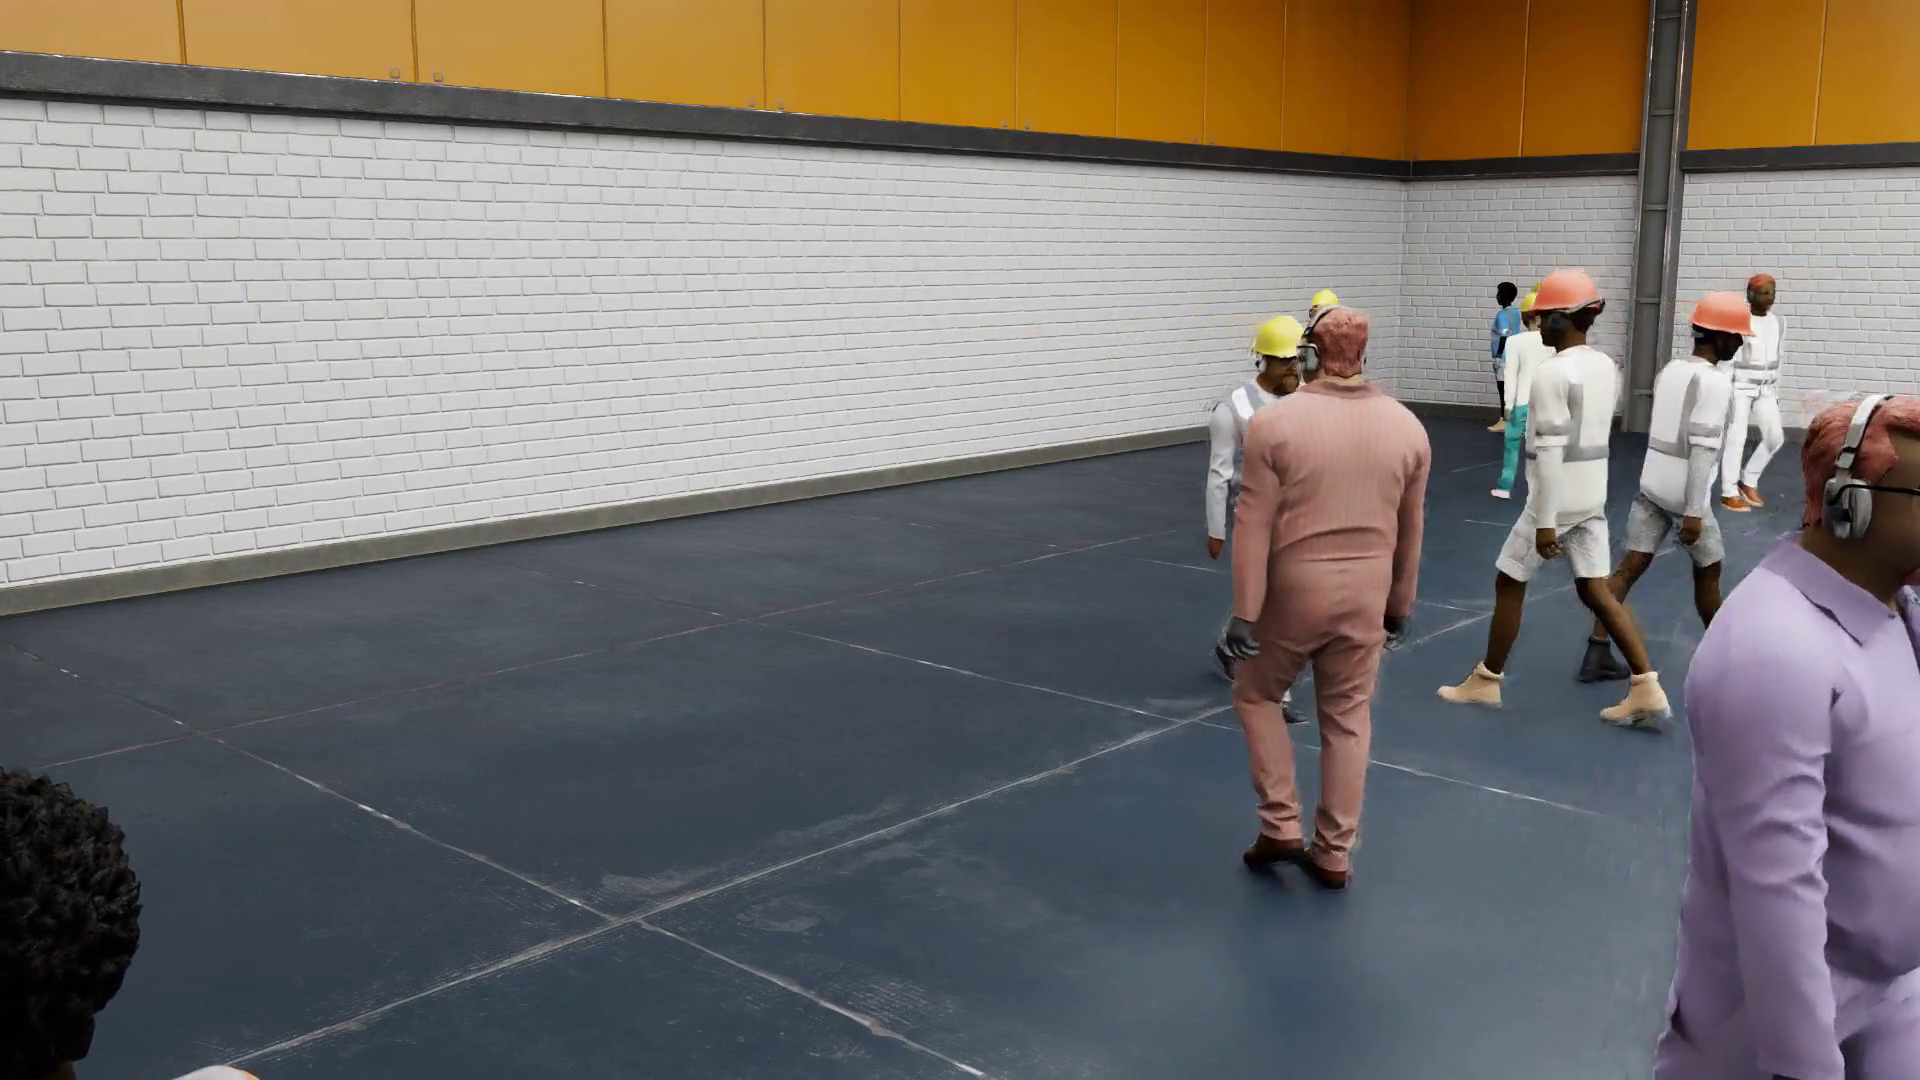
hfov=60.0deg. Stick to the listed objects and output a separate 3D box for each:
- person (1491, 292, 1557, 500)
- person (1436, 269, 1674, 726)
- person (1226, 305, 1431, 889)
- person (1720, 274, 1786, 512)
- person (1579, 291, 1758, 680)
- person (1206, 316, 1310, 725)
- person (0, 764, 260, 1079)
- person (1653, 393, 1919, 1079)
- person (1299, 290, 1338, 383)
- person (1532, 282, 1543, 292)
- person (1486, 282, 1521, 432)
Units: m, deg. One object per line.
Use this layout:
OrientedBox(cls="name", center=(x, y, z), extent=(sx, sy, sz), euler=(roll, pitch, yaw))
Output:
OrientedBox(cls="person", center=(4.618, -1.124, 13.392), extent=(0.534, 1.727, 0.916), euler=(-1, 10, -8))
OrientedBox(cls="person", center=(2.671, -0.170, 7.257), extent=(0.613, 2.004, 1.029), euler=(-8, 13, -39))
OrientedBox(cls="person", center=(1.164, 0.187, 5.431), extent=(0.685, 1.890, 0.480), euler=(-2, 10, -12))
OrientedBox(cls="person", center=(6.227, -1.143, 13.088), extent=(0.594, 1.870, 0.429), euler=(-2, 10, -13))
OrientedBox(cls="person", center=(3.439, -0.236, 7.918), extent=(1.010, 1.870, 0.671), euler=(-1, 10, -8))
OrientedBox(cls="person", center=(1.371, -0.125, 7.571), extent=(0.579, 1.796, 0.891), euler=(-6, 11, -29))
OrientedBox(cls="person", center=(-0.711, 1.007, 1.348), extent=(0.319, 1.690, 0.531), euler=(3, 10, 18))
OrientedBox(cls="person", center=(1.410, 0.690, 2.690), extent=(0.653, 1.856, 0.977), euler=(-8, 13, -39))
OrientedBox(cls="person", center=(2.679, -0.968, 12.375), extent=(0.534, 1.767, 0.313), euler=(3, 10, 17))
OrientedBox(cls="person", center=(6.559, -1.993, 18.379), extent=(0.535, 1.702, 0.607), euler=(-4, 11, -20))
OrientedBox(cls="person", center=(6.158, -2.063, 18.807), extent=(0.317, 1.695, 0.540), euler=(7, 12, 33))
